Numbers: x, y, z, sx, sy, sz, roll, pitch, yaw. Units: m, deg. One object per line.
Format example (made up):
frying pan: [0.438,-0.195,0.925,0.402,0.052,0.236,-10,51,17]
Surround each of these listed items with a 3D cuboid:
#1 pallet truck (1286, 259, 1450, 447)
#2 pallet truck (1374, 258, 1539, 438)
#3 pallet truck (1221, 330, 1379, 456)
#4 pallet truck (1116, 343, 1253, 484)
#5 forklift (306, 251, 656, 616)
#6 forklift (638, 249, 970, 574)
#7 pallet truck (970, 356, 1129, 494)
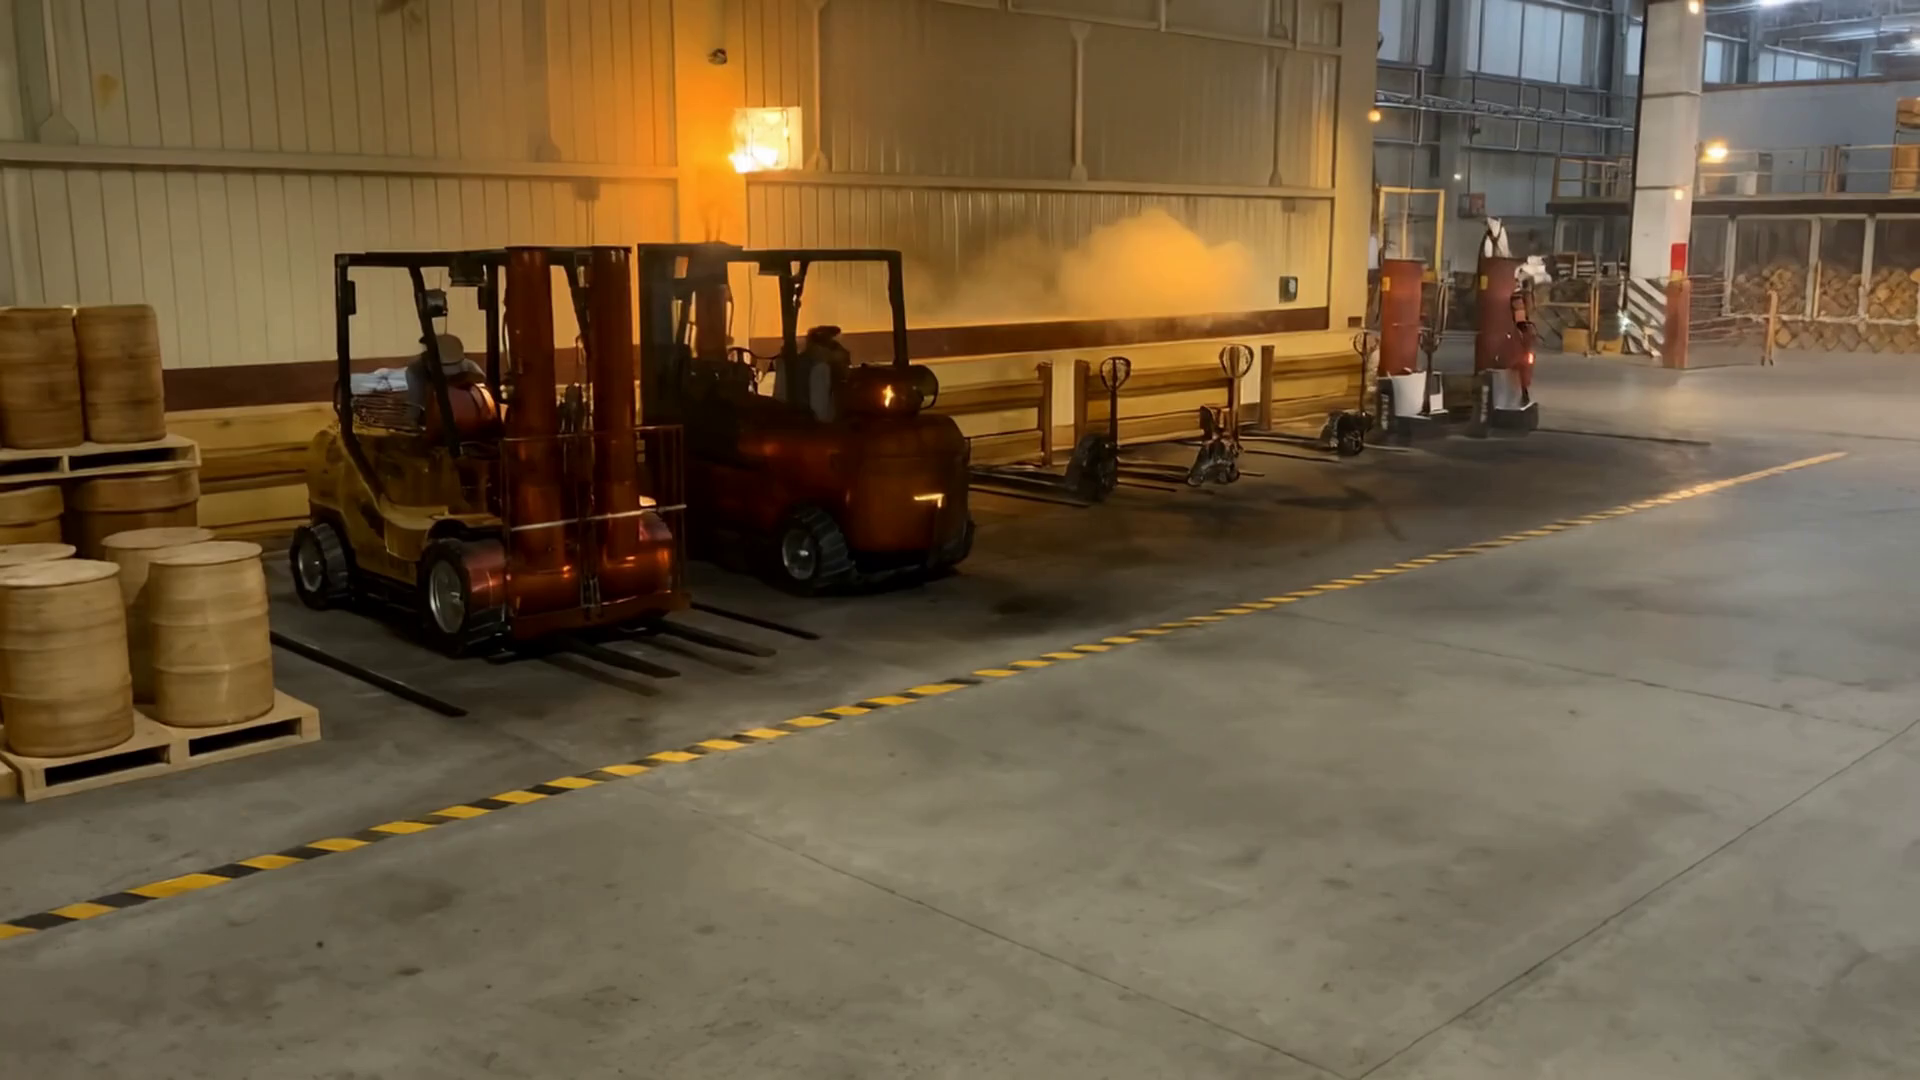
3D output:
pallet truck: [4.493,-2.078,18.196,0.823,1.965,1.885,-9,14,-40]
pallet truck: [5.704,-2.208,18.901,1.885,1.965,0.823,10,14,43]
pallet truck: [3.563,-1.581,17.381,0.653,1.274,1.630,-10,14,-44]
pallet truck: [1.962,-1.215,15.415,1.522,1.261,0.704,10,14,43]
forklift: [-2.833,-0.669,9.694,1.157,1.987,2.680,-10,14,-44]
forklift: [-1.173,-0.958,11.239,2.680,1.987,1.157,10,14,43]
pallet truck: [0.784,-1.085,14.876,0.680,1.201,1.601,-10,14,-44]
